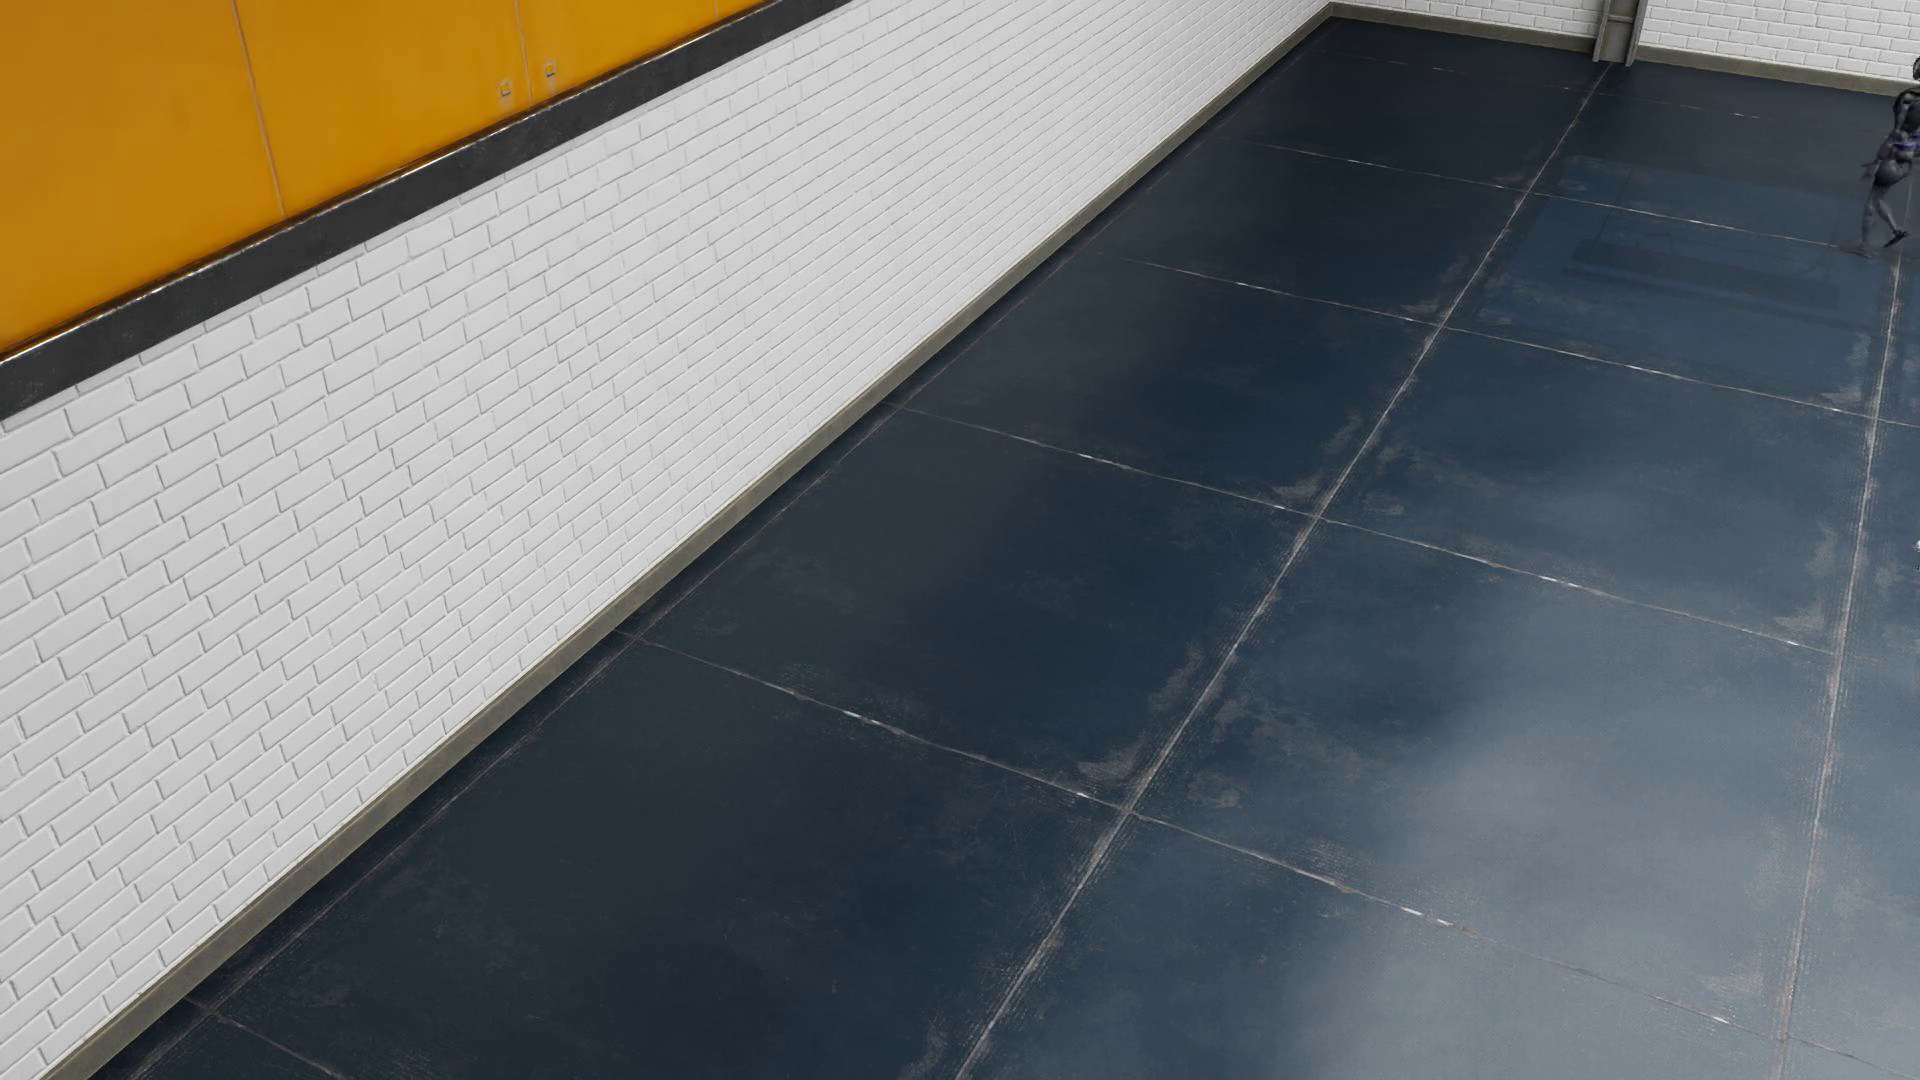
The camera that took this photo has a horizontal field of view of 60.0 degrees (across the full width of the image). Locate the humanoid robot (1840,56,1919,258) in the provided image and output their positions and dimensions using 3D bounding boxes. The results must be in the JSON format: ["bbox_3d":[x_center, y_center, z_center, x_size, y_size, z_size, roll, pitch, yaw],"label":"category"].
[{"bbox_3d":[7.476,-3.030,13.224,0.592,1.650,0.434,-28,43,-35],"label":"humanoid robot"}]

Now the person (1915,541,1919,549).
[{"bbox_3d":[5.896,-0.551,9.475,0.309,1.744,0.486,10,35,14],"label":"person"}]
